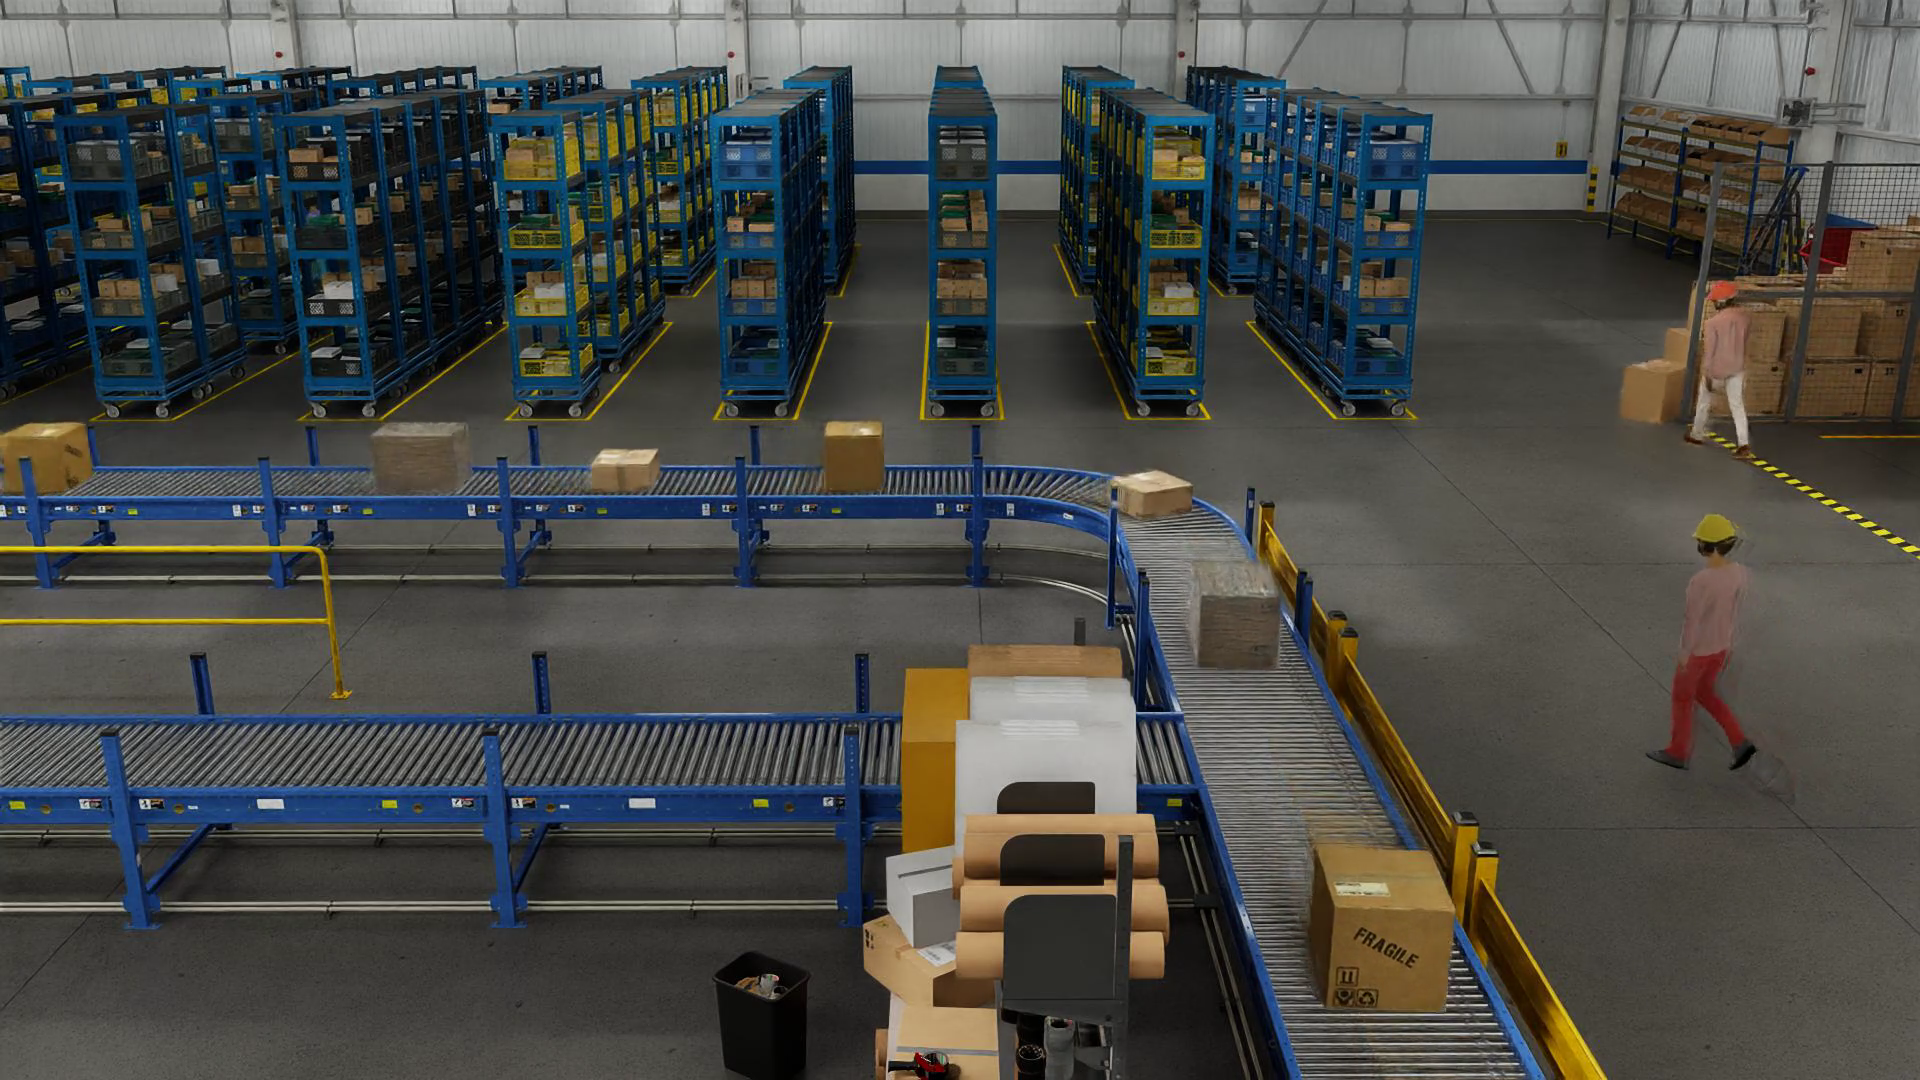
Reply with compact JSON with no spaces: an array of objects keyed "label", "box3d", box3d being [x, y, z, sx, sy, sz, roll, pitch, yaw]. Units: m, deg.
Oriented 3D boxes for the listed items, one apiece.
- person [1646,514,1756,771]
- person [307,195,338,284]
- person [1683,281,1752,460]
[{"label":"person","box3d":[4.825,0.696,10.670,0.527,1.749,0.568,-12,22,-33]},{"label":"person","box3d":[-10.577,-4.851,27.704,0.984,1.777,0.641,11,21,31]},{"label":"person","box3d":[8.425,-1.871,18.280,0.635,1.938,1.048,-2,18,-7]}]
